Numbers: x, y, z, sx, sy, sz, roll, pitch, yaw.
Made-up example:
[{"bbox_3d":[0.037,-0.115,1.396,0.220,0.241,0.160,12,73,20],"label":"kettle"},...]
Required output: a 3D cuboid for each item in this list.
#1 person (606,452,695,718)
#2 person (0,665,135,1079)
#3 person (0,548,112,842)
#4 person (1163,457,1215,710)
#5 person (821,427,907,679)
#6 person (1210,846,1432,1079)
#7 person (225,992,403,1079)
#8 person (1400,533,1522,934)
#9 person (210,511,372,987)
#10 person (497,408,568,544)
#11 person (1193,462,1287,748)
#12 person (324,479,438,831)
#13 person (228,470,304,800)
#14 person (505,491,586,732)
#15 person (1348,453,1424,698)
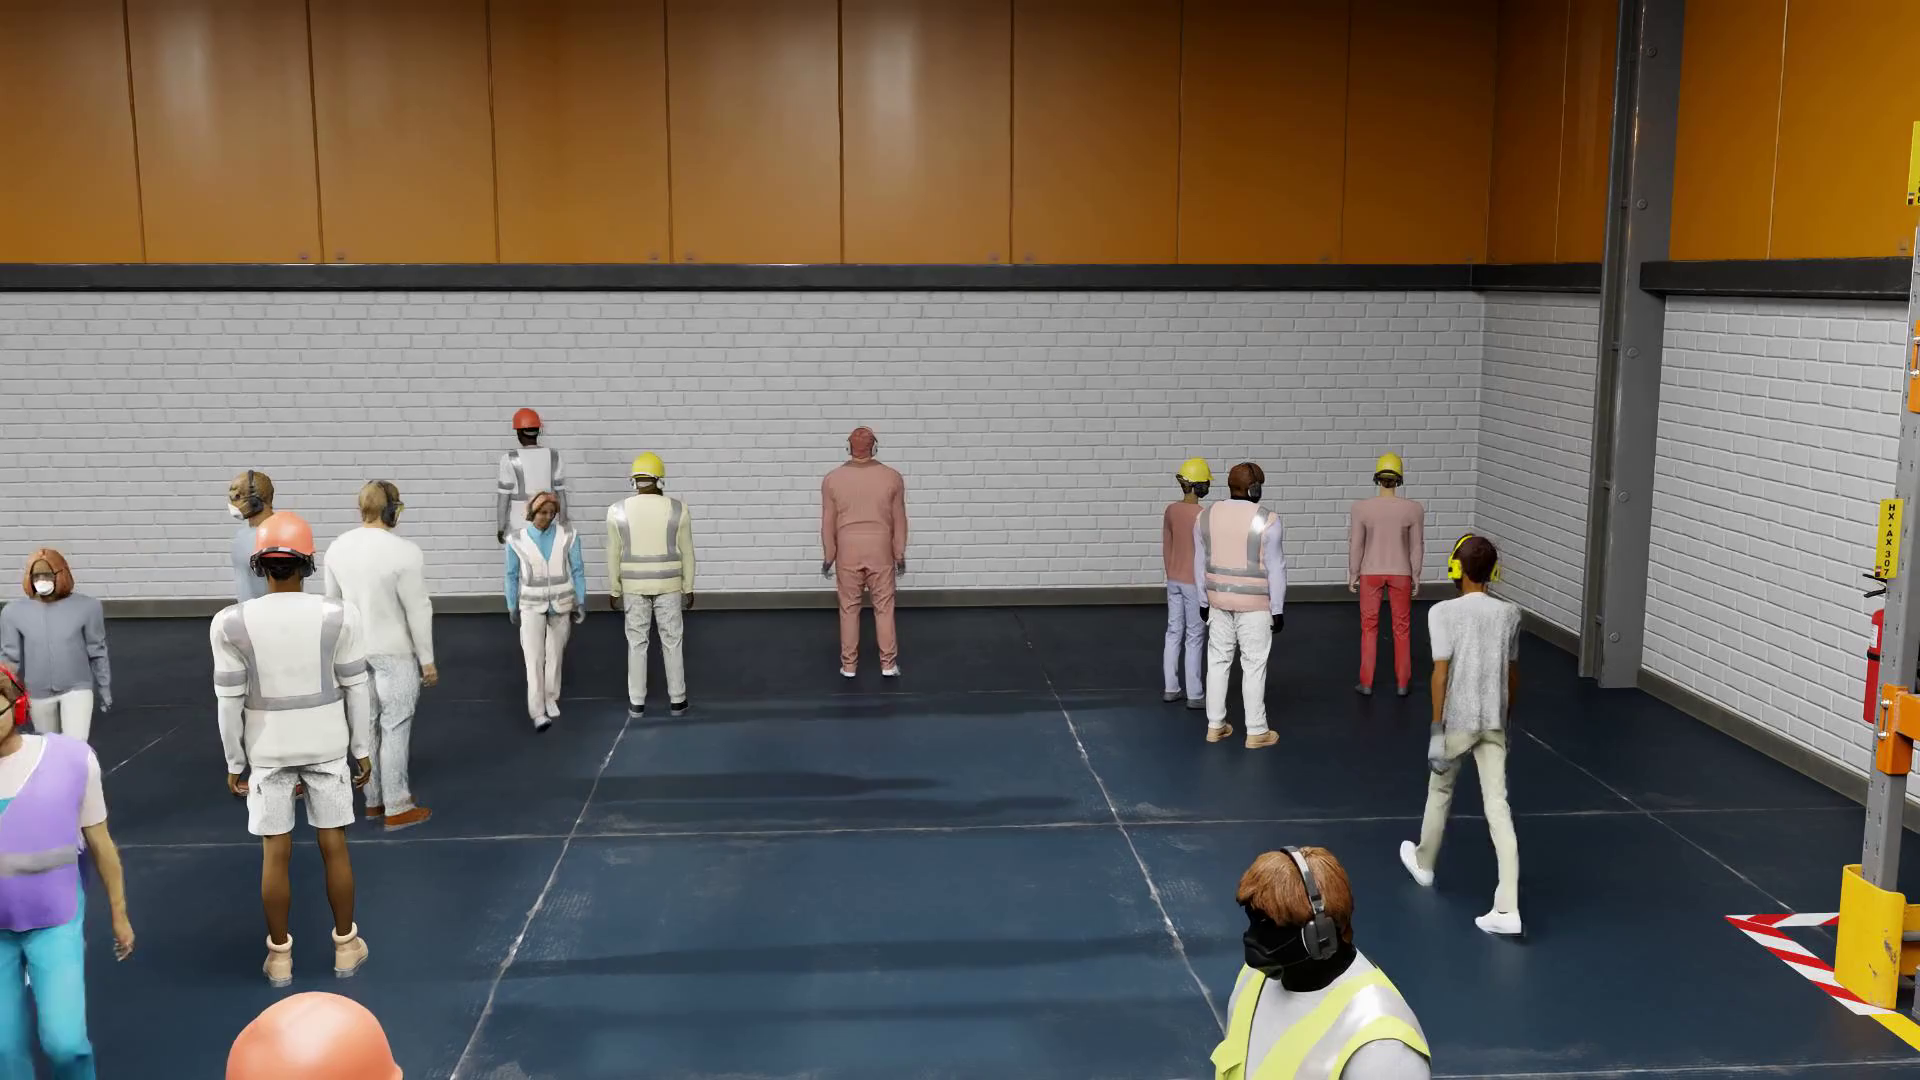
[{"bbox_3d":[-2.119,0.309,11.437,0.597,1.828,0.403,-1,9,-8],"label":"person"},{"bbox_3d":[-3.053,1.271,5.423,0.630,1.820,0.460,-3,10,-19],"label":"person"},{"bbox_3d":[-4.882,0.815,9.000,0.517,1.594,0.849,-3,10,-18],"label":"person"},{"bbox_3d":[1.627,0.303,11.669,0.315,1.770,0.524,-5,10,-30],"label":"person"},{"bbox_3d":[-0.722,0.120,12.485,0.666,1.923,0.471,-1,9,-4],"label":"person"},{"bbox_3d":[0.748,1.554,3.640,0.429,1.830,0.632,-3,9,-17],"label":"person"},{"bbox_3d":[-0.987,1.648,2.692,0.551,1.935,0.372,2,9,14],"label":"person"},{"bbox_3d":[2.399,0.891,7.872,0.541,1.807,1.042,-1,9,-9],"label":"person"},{"bbox_3d":[-2.838,0.890,7.118,0.608,2.044,0.370,-3,10,-20],"label":"person"},{"bbox_3d":[-3.696,-0.170,14.192,0.570,1.911,0.778,-7,11,-36],"label":"person"},{"bbox_3d":[1.820,0.416,10.736,0.633,1.839,0.429,7,11,37],"label":"person"},{"bbox_3d":[-3.170,0.621,9.157,0.636,1.937,0.364,4,10,23],"label":"person"},{"bbox_3d":[-3.972,0.556,9.559,0.375,1.936,0.627,-9,13,-44],"label":"person"},{"bbox_3d":[-2.760,0.474,11.153,0.506,1.591,0.852,-4,10,-25],"label":"person"},{"bbox_3d":[3.055,0.256,11.972,0.526,1.768,0.331,1,9,9],"label":"person"}]
